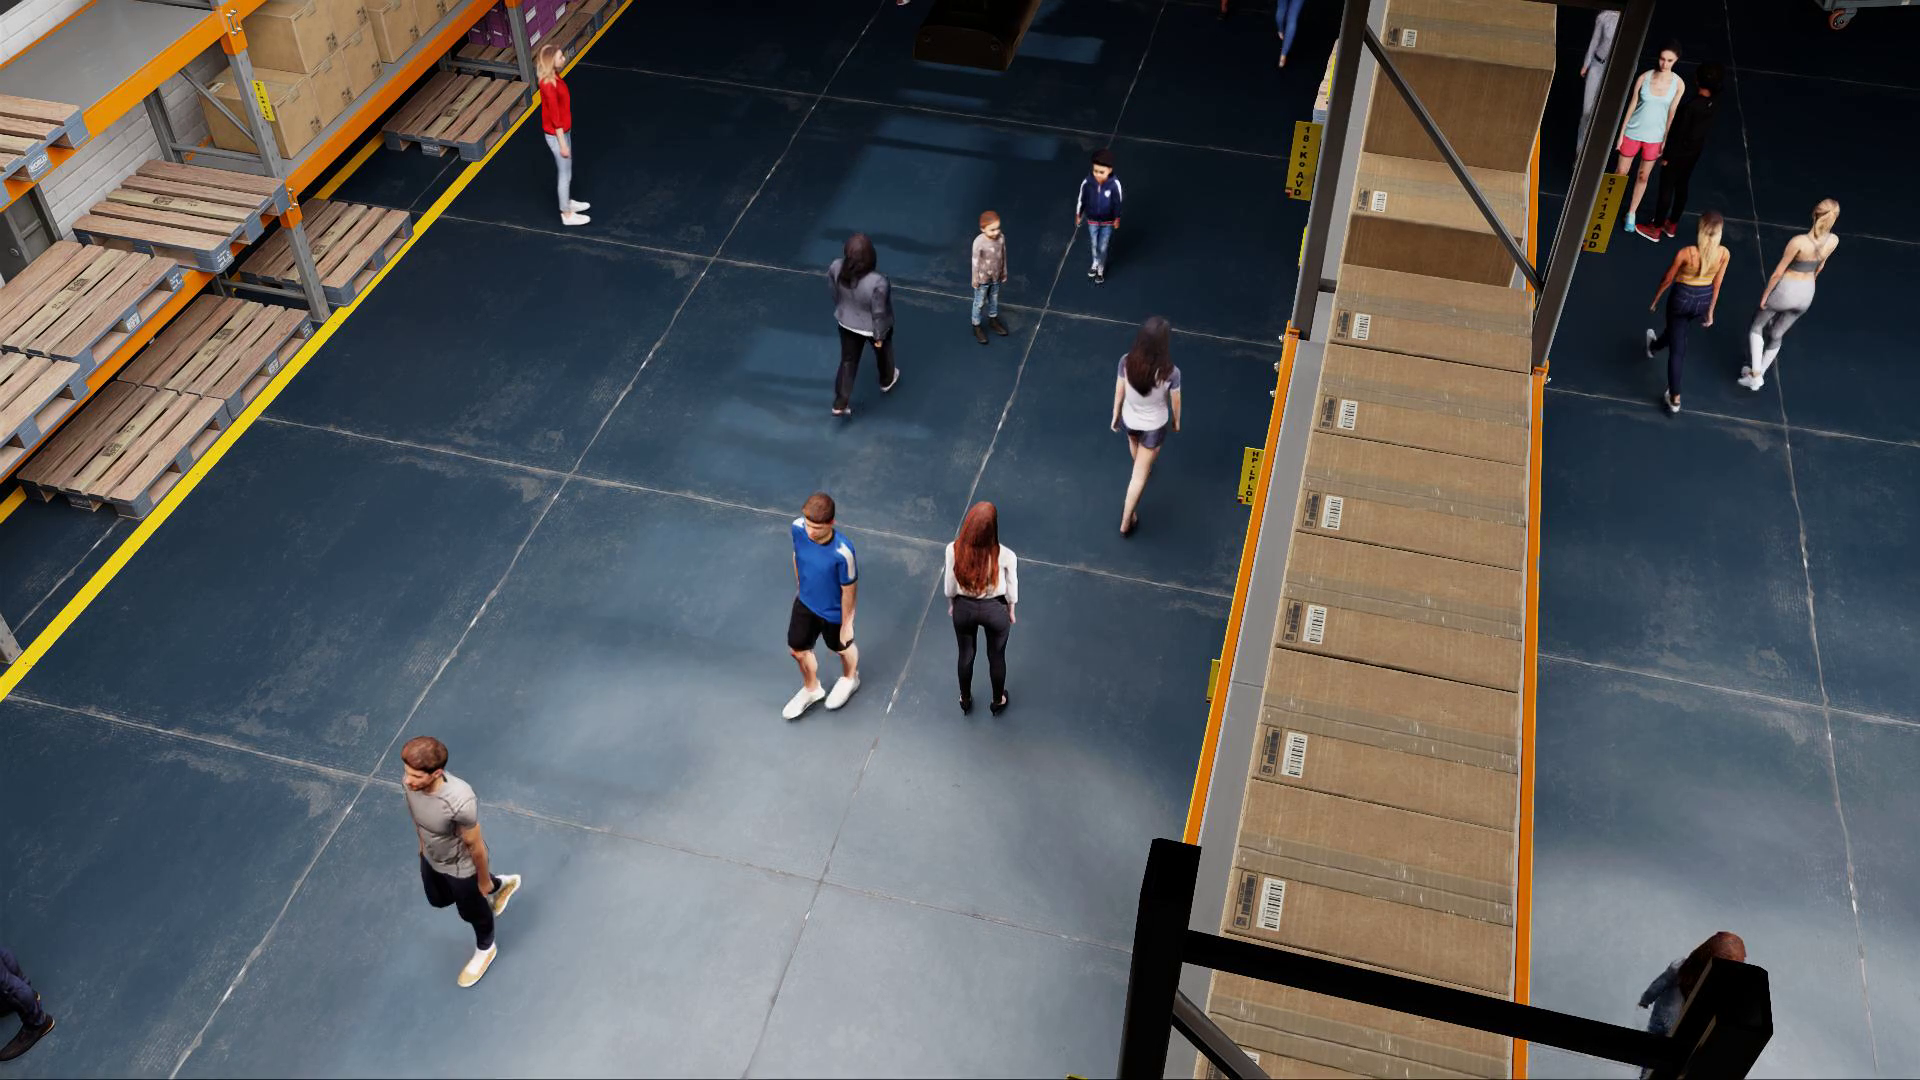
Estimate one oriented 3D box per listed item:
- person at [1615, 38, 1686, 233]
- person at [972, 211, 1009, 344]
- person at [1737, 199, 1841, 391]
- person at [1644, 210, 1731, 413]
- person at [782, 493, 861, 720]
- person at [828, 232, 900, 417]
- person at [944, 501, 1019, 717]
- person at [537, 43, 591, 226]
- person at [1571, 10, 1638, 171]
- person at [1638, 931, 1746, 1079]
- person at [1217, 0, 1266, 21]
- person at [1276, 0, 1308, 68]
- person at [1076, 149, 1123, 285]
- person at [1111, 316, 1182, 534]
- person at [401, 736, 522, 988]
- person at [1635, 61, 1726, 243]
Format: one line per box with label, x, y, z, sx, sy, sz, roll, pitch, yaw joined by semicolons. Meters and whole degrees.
person;5.960;-3.517;14.496;0.579;1.764;0.564;14;45;14
person;0.225;-2.164;13.490;0.541;1.193;0.605;-23;48;-22
person;6.395;-1.809;12.759;0.656;1.687;0.734;-3;44;-3
person;5.575;-1.714;12.740;0.804;1.576;1.207;1;44;1
person;-0.767;0.336;10.390;0.827;1.849;0.911;25;49;24
person;-0.776;-1.615;12.637;0.764;1.575;1.091;17;46;17
person;0.130;0.447;10.338;0.621;1.759;0.523;6;44;6
person;-3.517;-3.565;14.591;0.746;1.702;0.609;-7;44;-8
person;5.995;-4.357;15.384;0.636;1.756;1.042;12;45;12
person;3.644;2.495;8.418;0.636;1.443;0.983;15;46;15
person;2.981;-6.282;17.451;0.928;1.691;1.231;28;50;26
person;3.372;-5.563;16.789;0.614;1.563;1.074;9;44;10
person;1.215;-2.795;14.138;0.562;1.213;0.555;15;46;16
person;1.261;-0.777;11.697;0.741;1.657;1.136;18;46;18
person;-2.677;1.646;8.988;0.811;1.886;0.955;24;49;23
person;6.277;-3.362;14.398;0.653;1.676;0.722;-24;49;-23
